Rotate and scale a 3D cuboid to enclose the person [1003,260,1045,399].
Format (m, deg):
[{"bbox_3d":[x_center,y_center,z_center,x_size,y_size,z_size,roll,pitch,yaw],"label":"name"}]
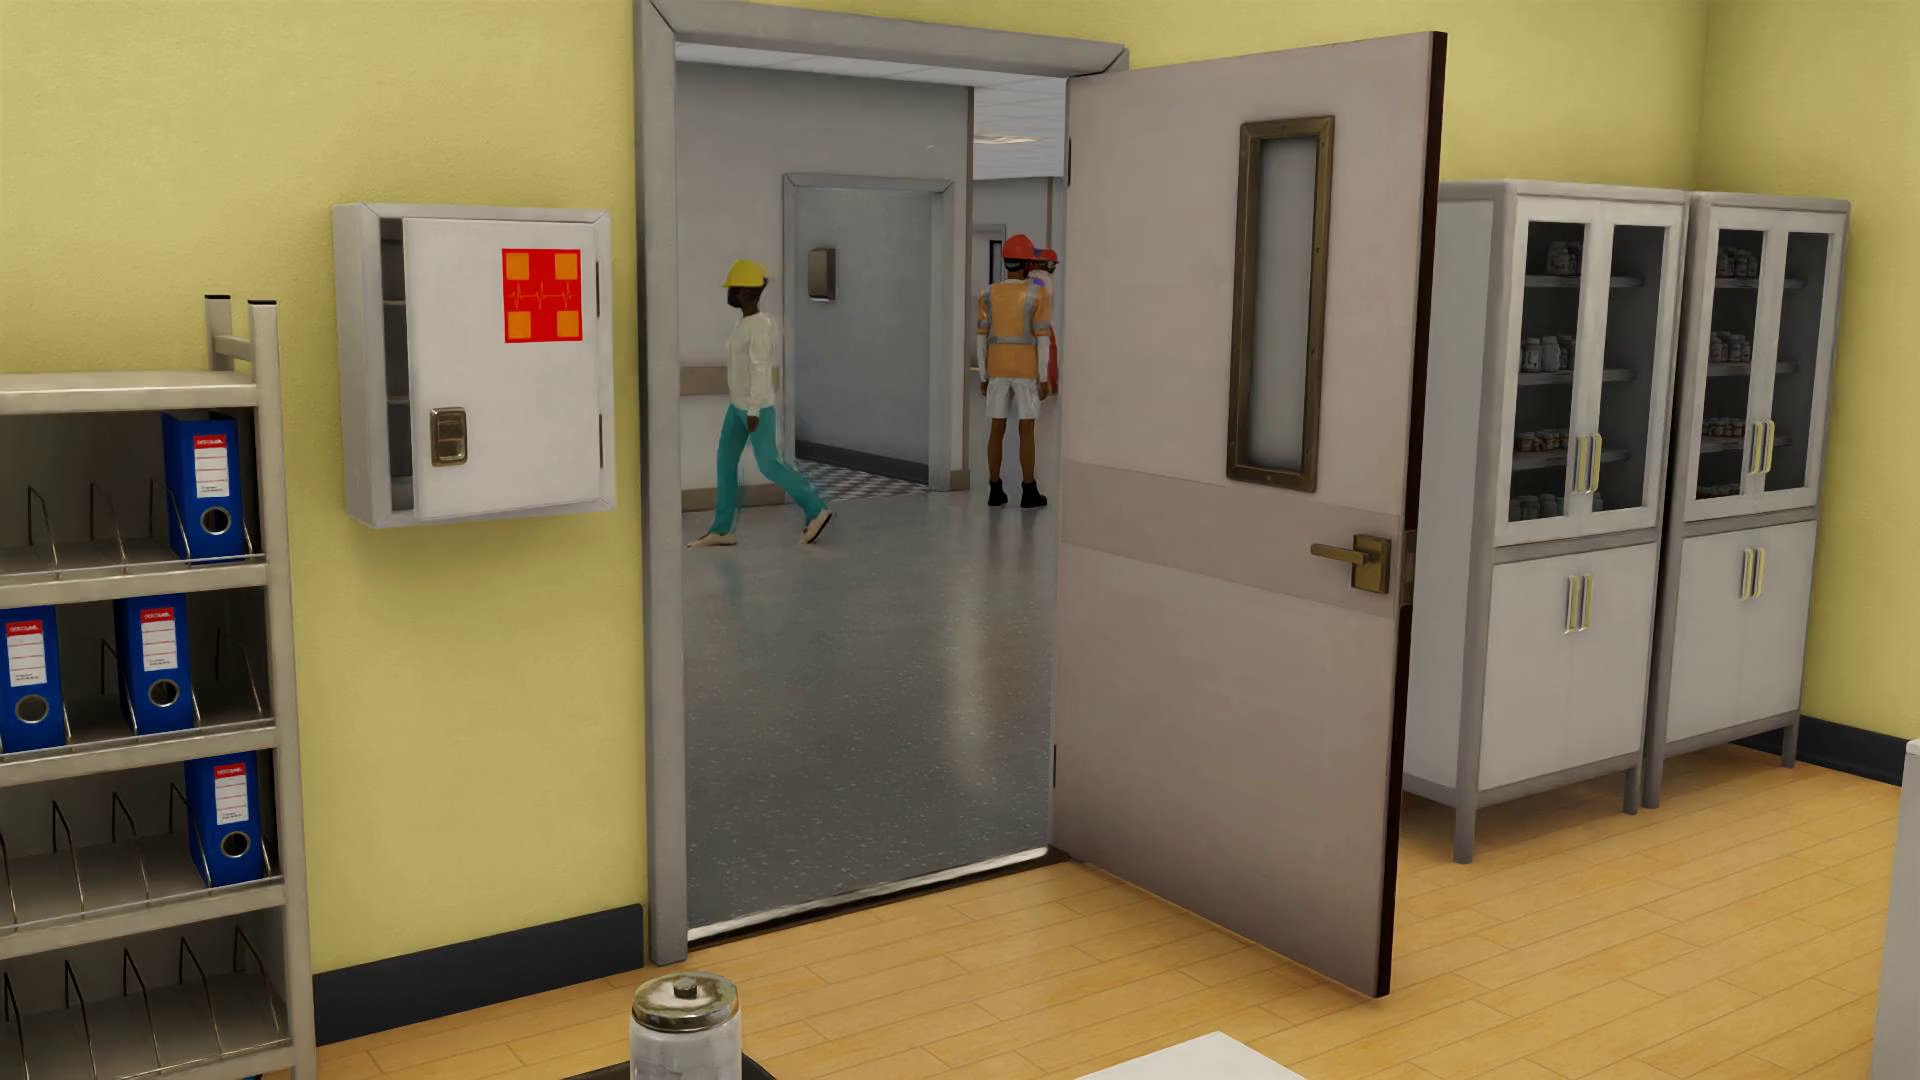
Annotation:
[{"bbox_3d":[0.784,-2.673,21.013,0.563,1.838,0.390,1,10,1],"label":"person"}]

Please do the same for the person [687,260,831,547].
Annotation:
[{"bbox_3d":[-1.204,-0.812,10.029,0.812,1.743,0.530,-4,11,-26],"label":"person"}]

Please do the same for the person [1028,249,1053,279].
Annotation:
[{"bbox_3d":[1.118,-3.303,24.476,0.395,1.944,0.614,7,12,34],"label":"person"}]

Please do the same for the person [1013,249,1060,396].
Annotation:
[{"bbox_3d":[0.963,-2.832,21.740,1.001,1.947,0.632,-4,10,-25],"label":"person"}]

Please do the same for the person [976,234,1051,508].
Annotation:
[{"bbox_3d":[0.388,-1.198,11.859,0.547,1.938,0.377,5,10,23],"label":"person"}]
